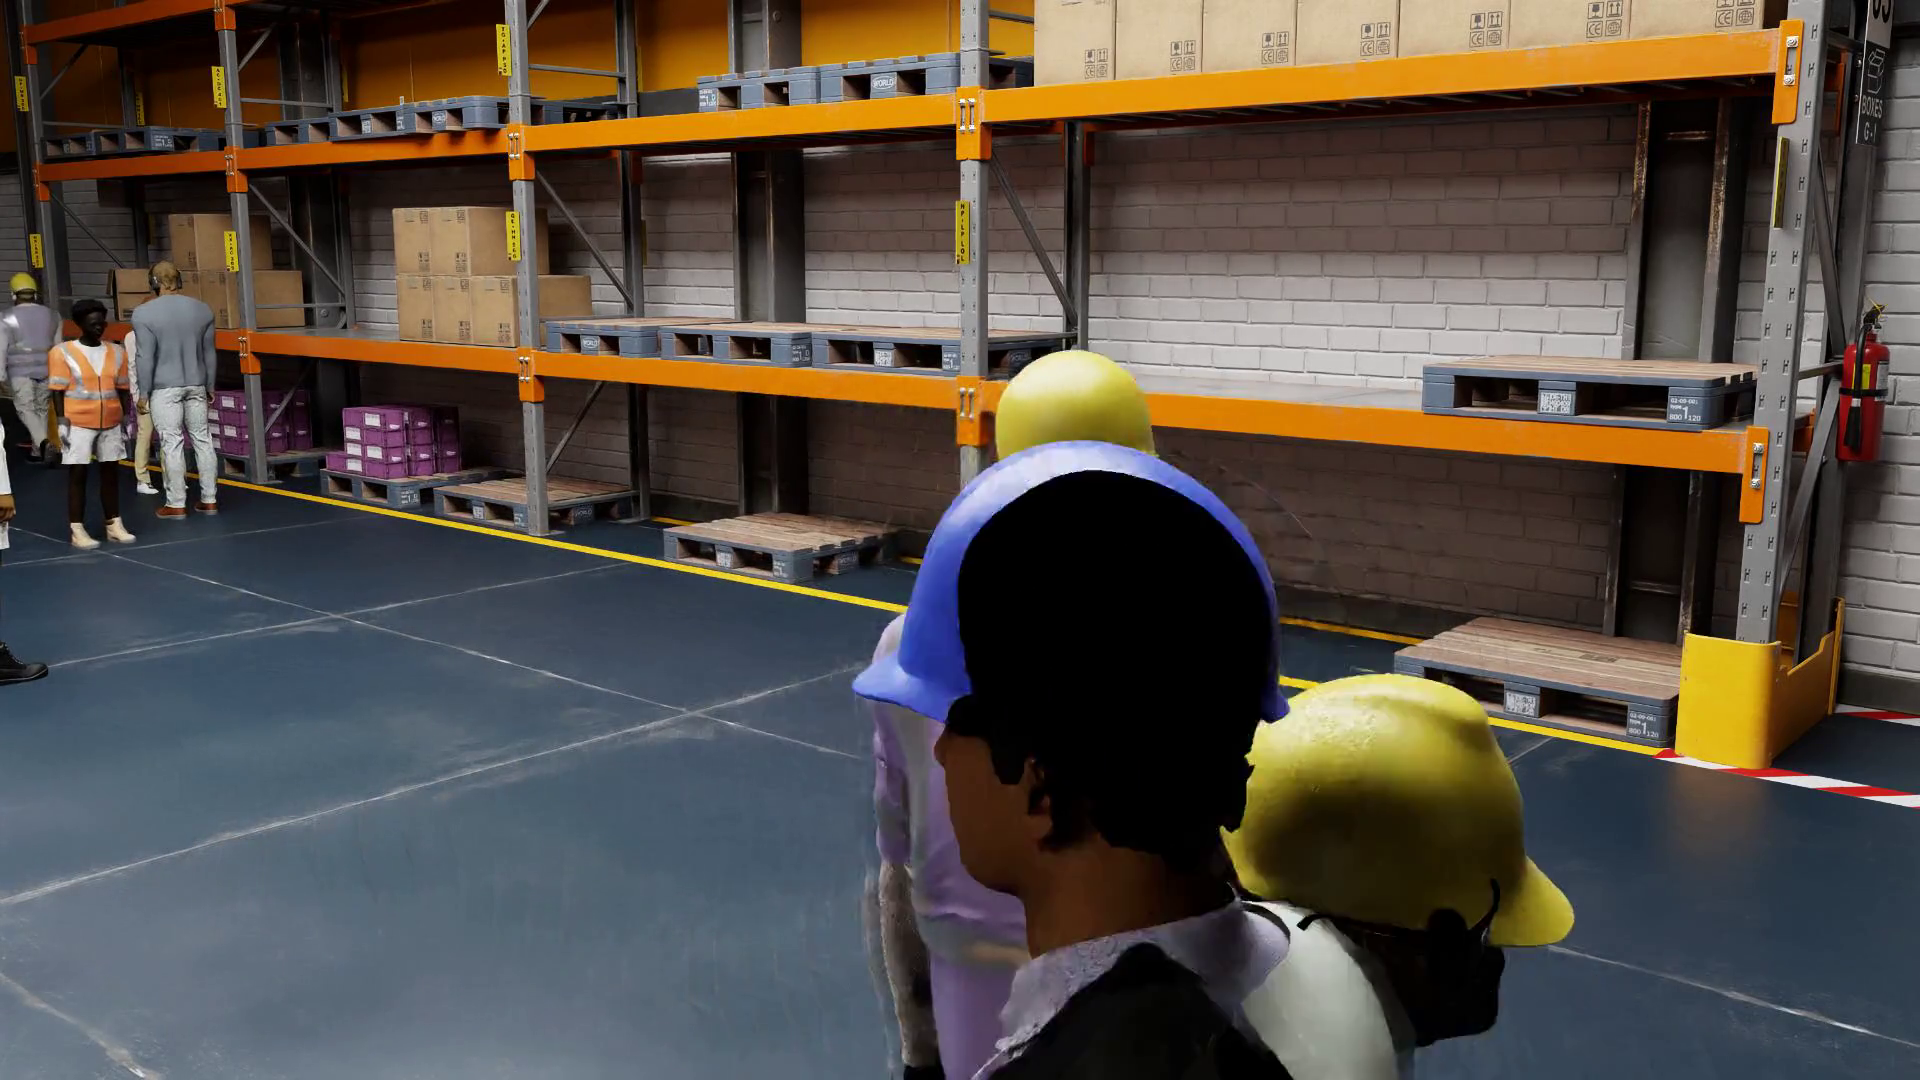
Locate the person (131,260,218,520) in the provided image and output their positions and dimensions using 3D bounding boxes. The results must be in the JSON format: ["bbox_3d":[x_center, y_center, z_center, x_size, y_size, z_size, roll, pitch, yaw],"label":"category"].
[{"bbox_3d":[-5.862,-1.118,12.455,0.371,1.935,0.627,7,12,35],"label":"person"}]

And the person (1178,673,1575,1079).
[{"bbox_3d":[0.232,0.934,1.420,0.952,1.702,0.534,3,10,17],"label":"person"}]

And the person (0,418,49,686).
[{"bbox_3d":[-4.578,-0.280,7.682,0.543,1.934,0.362,4,11,23],"label":"person"}]

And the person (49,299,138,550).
[{"bbox_3d":[-5.854,-0.784,11.266,0.359,1.685,0.545,8,12,37],"label":"person"}]

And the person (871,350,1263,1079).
[{"bbox_3d":[0.112,0.708,2.176,0.604,1.897,0.695,6,12,31],"label":"person"}]

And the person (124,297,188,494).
[{"bbox_3d":[-6.654,-1.194,13.776,0.288,1.629,0.500,6,11,29],"label":"person"}]

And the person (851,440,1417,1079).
[{"bbox_3d":[0.147,0.884,1.143,0.992,1.911,0.609,6,11,30],"label":"person"}]

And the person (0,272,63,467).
[{"bbox_3d":[-8.533,-1.557,15.316,0.779,1.810,0.599,8,13,39],"label":"person"}]
